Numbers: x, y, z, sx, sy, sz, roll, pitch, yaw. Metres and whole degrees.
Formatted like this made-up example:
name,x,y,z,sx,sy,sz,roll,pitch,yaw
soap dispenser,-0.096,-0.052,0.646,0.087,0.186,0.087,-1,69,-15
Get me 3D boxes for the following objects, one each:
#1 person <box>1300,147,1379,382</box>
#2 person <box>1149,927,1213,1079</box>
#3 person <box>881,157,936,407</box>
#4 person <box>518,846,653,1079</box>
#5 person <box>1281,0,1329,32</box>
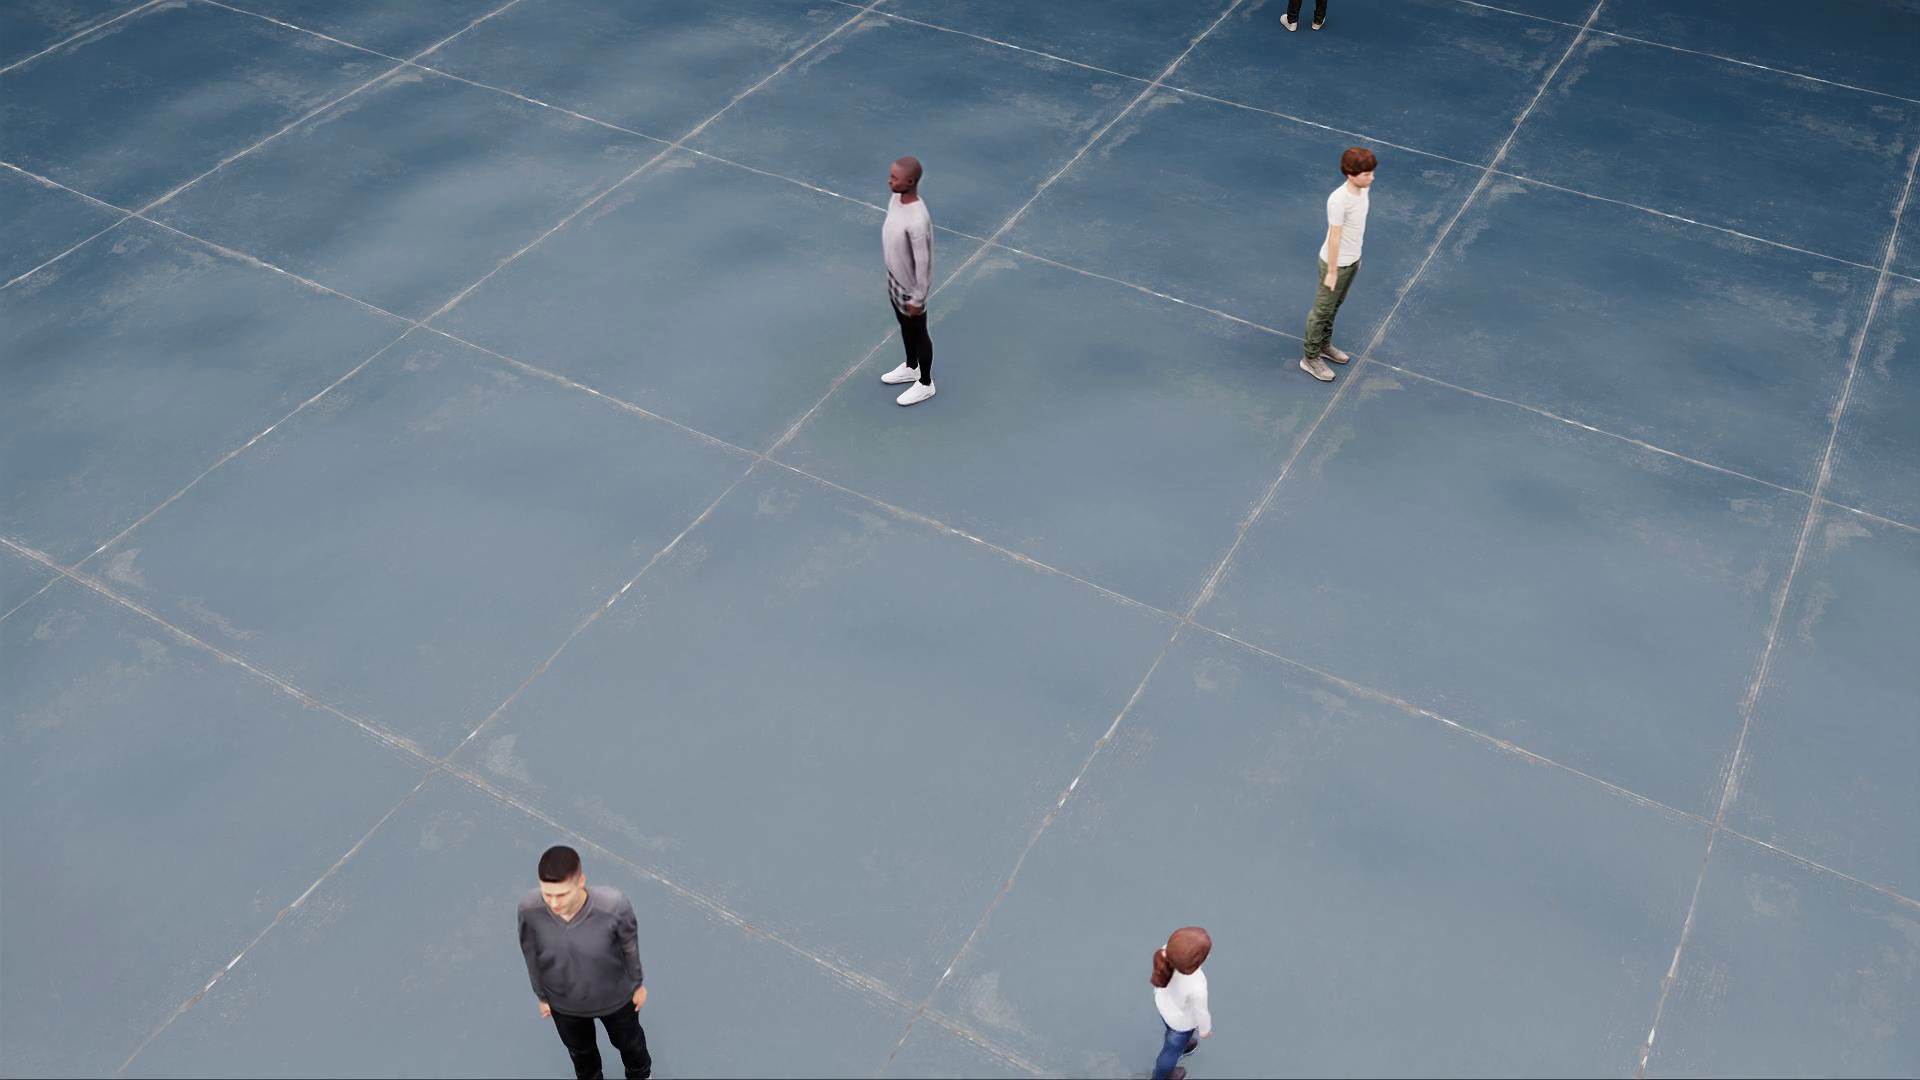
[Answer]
name,x,y,z,sx,sy,sz,roll,pitch,yaw
person,2.515,-1.855,11.038,0.644,1.654,0.496,26,48,26
person,0.899,2.029,7.173,0.641,1.102,0.576,-17,45,-18
person,-0.318,-1.681,10.760,0.717,1.771,0.692,-16,45,-17
person,-1.525,1.850,6.880,0.700,1.761,0.720,-3,42,-4
person,3.192,-5.453,14.924,0.722,1.757,0.727,-1,42,-1
